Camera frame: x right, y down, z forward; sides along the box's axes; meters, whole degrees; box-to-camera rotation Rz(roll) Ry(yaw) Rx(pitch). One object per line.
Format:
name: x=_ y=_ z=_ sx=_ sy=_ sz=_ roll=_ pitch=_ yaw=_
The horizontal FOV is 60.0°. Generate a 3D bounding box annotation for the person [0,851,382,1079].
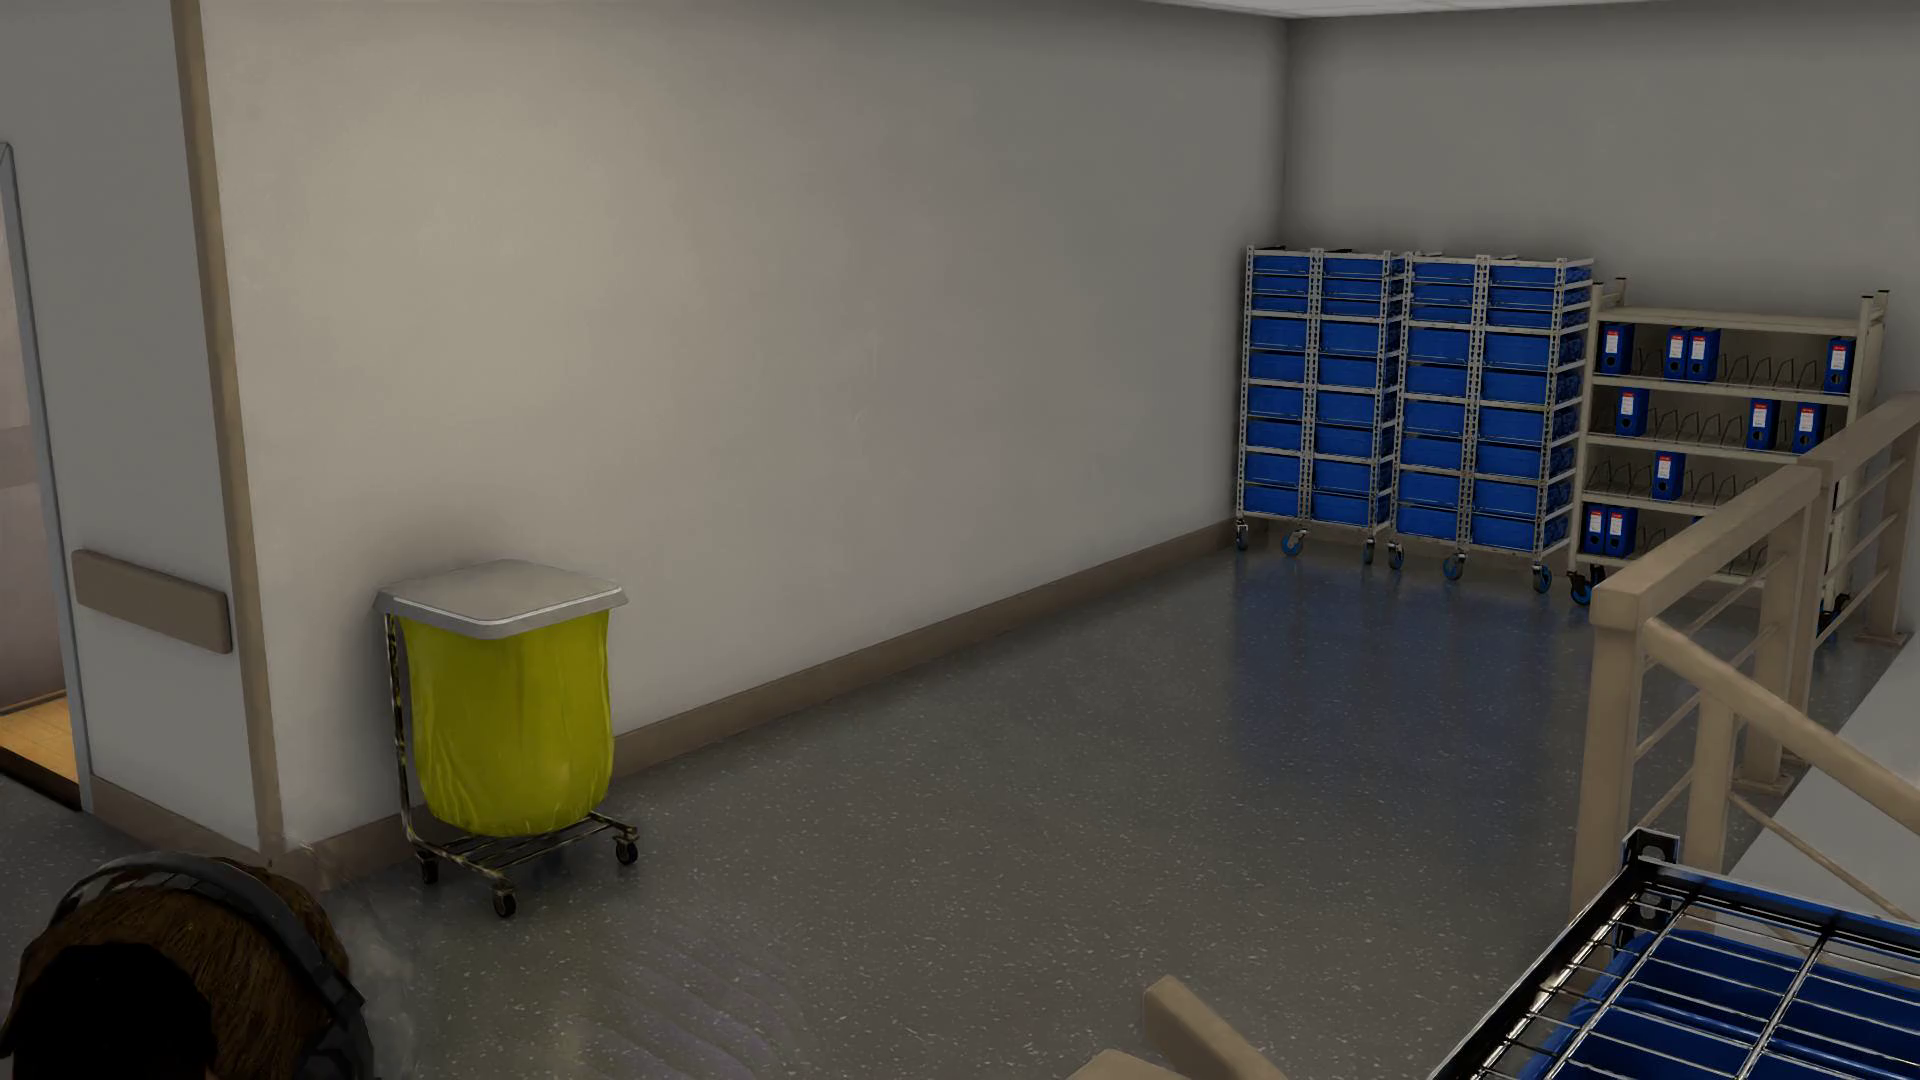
person: x=-0.472 y=1.119 z=1.279 sx=0.651 sy=1.884 sz=1.030 roll=1 pitch=13 yaw=4
